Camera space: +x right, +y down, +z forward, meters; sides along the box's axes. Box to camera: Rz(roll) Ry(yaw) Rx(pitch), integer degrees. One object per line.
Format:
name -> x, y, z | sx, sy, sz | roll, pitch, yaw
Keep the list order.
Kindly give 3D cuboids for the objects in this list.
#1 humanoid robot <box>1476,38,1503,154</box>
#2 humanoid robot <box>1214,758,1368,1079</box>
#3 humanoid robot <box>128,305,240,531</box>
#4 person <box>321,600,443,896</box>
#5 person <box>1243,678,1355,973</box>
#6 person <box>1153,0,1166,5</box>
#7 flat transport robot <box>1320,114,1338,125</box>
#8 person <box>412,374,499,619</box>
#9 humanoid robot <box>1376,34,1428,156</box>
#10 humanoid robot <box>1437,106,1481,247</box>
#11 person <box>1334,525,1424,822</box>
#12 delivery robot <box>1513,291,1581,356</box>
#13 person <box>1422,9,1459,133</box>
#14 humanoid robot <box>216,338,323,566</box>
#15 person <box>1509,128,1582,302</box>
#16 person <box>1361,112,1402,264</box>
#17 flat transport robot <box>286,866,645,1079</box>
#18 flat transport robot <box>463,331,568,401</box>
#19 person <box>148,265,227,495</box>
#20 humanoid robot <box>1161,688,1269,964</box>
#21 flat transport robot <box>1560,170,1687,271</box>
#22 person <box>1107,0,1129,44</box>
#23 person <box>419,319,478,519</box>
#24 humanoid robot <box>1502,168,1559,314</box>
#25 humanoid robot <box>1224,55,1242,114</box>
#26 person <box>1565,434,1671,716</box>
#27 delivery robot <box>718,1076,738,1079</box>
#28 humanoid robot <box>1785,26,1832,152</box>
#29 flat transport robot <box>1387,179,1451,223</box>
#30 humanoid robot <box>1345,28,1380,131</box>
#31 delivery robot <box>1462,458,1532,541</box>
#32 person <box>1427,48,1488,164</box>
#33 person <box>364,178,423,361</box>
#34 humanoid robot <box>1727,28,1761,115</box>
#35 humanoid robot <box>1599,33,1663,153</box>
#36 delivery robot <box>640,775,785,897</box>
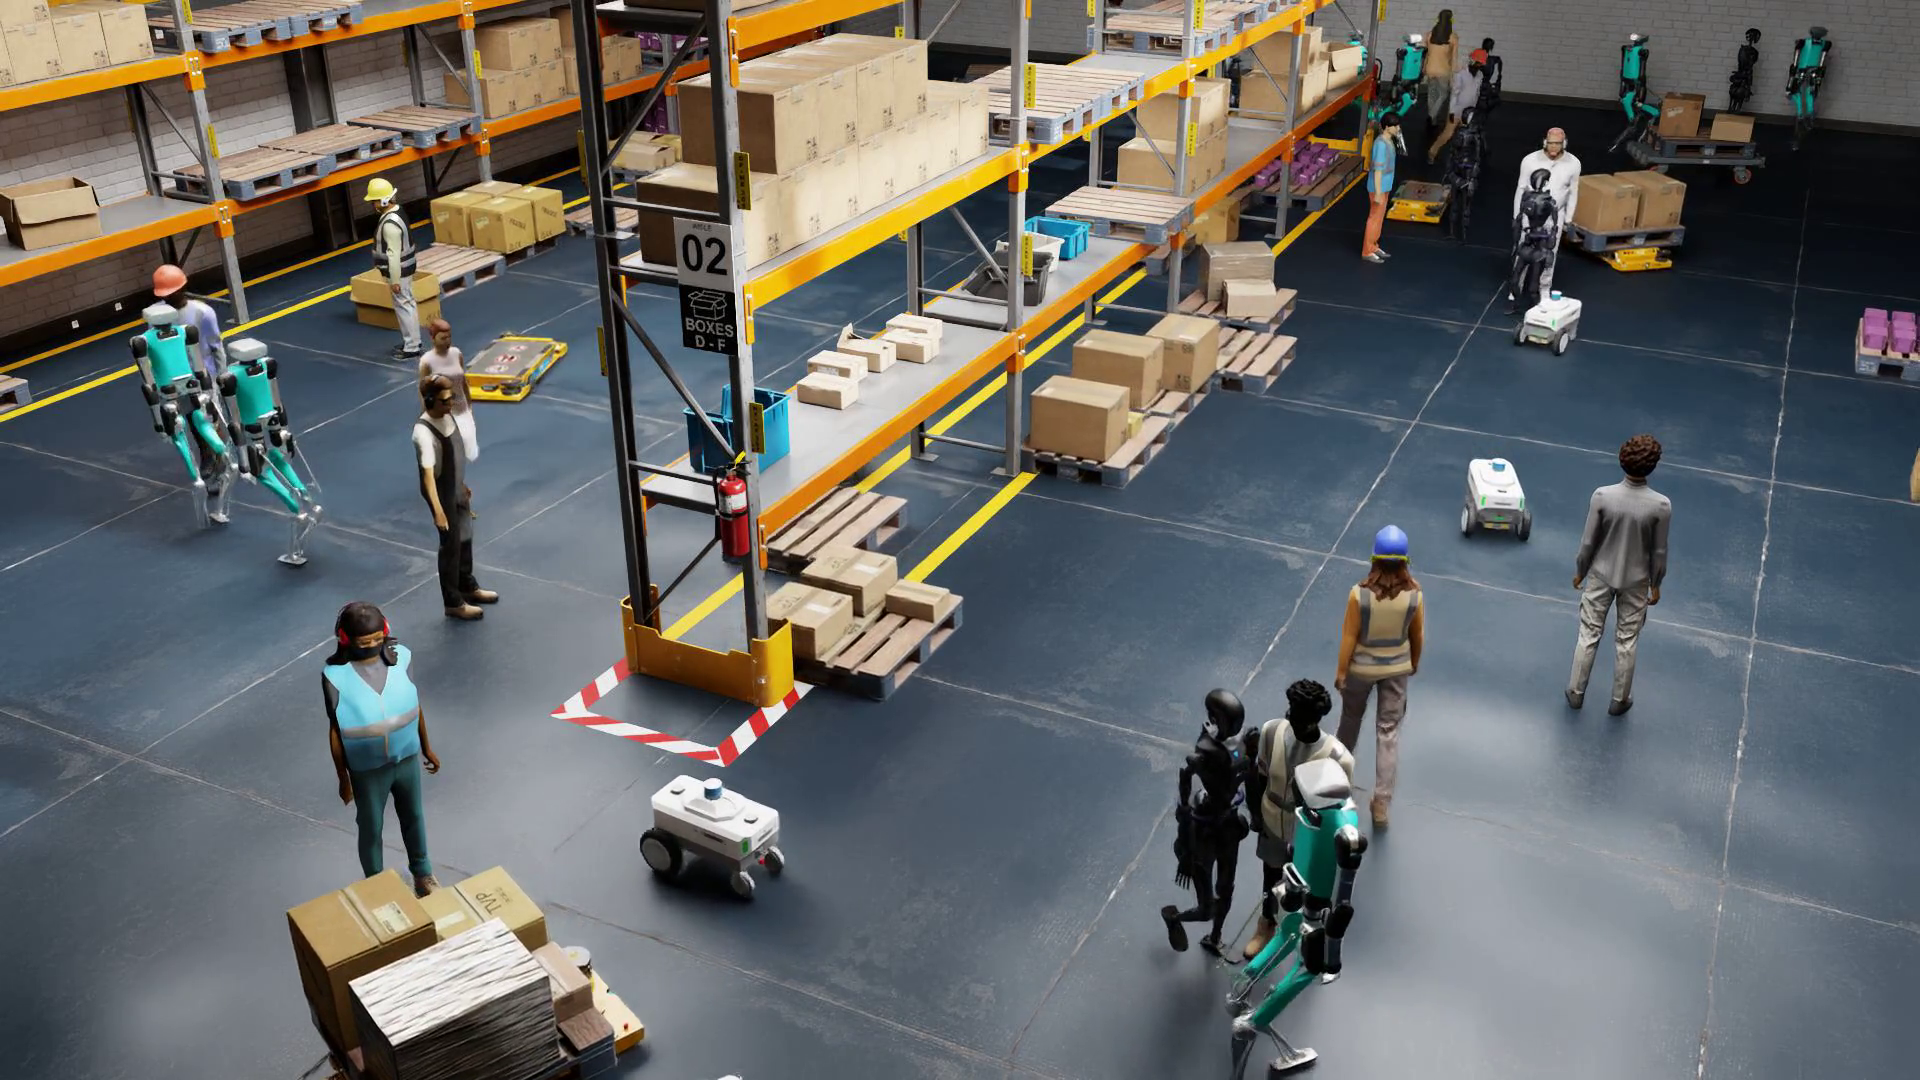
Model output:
humanoid robot -> 7.709, -6.534, 24.444 | 0.585, 1.632, 0.733 | -9, 28, -17
humanoid robot -> 1.348, 1.846, 7.498 | 0.764, 1.883, 0.549 | -7, 27, -14
humanoid robot -> -5.935, -0.862, 12.989 | 0.806, 1.877, 0.547 | 19, 32, 33
person -> -2.997, 1.152, 8.647 | 0.521, 1.871, 0.391 | -21, 33, -36
person -> 1.679, 1.426, 8.290 | 0.532, 1.693, 0.320 | 22, 34, 37
person -> 3.394, -8.938, 28.994 | 0.875, 1.893, 0.558 | 12, 29, 23
flat transport robot -> 5.249, -6.848, 26.611 | 1.431, 0.231, 0.659 | 21, 33, 36
person -> -3.570, -0.305, 11.636 | 0.369, 1.833, 0.527 | 2, 26, 5
humanoid robot -> 6.348, -6.463, 24.172 | 0.541, 1.787, 0.704 | -15, 30, -27
humanoid robot -> 6.056, -4.388, 20.036 | 0.315, 1.659, 0.599 | -9, 28, -18
person -> 2.433, 0.723, 9.670 | 0.508, 1.726, 0.912 | 1, 26, 2
delivery robot -> 6.030, -2.238, 16.966 | 0.499, 0.585, 0.765 | 21, 33, 36
person -> 7.335, -7.193, 25.538 | 0.572, 1.850, 0.691 | 19, 32, 34
humanoid robot -> -4.991, -0.589, 12.321 | 0.669, 1.809, 0.557 | 9, 28, 18
person -> 6.328, -3.512, 18.034 | 0.652, 1.904, 0.405 | 7, 27, 14
person -> 4.926, -4.110, 19.406 | 0.343, 1.759, 0.499 | 10, 28, 20
flat transport robot -> -2.284, 2.437, 7.856 | 1.431, 0.231, 0.659 | -20, 32, -34
flat transport robot -> -4.372, -1.693, 16.198 | 0.659, 0.231, 1.431 | 3, 26, 6
person -> -6.309, -1.326, 13.629 | 0.558, 1.923, 0.614 | 1, 26, 1
humanoid robot -> 1.264, 1.418, 8.326 | 0.612, 1.651, 0.416 | -19, 32, -33
flat transport robot -> 7.794, -3.514, 19.877 | 0.659, 0.231, 1.431 | -6, 27, -12
person -> 2.609, -8.081, 27.376 | 0.533, 1.806, 0.678 | -15, 30, -27
person -> -4.106, -0.993, 13.238 | 0.566, 1.638, 0.446 | 22, 34, 37
humanoid robot -> 6.029, -3.069, 17.405 | 0.348, 1.646, 0.611 | -12, 29, -23
humanoid robot -> 3.853, -6.565, 24.457 | 0.596, 1.638, 0.398 | 20, 33, 35
person -> 4.145, 0.236, 10.465 | 0.532, 1.900, 0.393 | 11, 29, 22
delivery robot -> -1.236, 2.626, 7.145 | 0.793, 0.590, 0.499 | -14, 30, -27
humanoid robot -> 12.548, -6.596, 24.501 | 0.557, 1.785, 0.864 | -2, 26, -4
flat transport robot -> 6.022, -4.423, 21.713 | 0.659, 0.231, 1.431 | 10, 28, 19
humanoid robot -> 5.935, -6.521, 24.372 | 0.716, 1.855, 0.539 | 12, 29, 23
delivery robot -> 4.230, -0.342, 13.156 | 0.499, 0.602, 0.801 | 4, 27, 7
person -> 7.036, -6.072, 23.425 | 0.593, 1.698, 0.794 | -12, 29, -22
person -> -5.569, -2.671, 16.430 | 0.403, 1.821, 0.596 | -5, 27, -10
humanoid robot -> 11.732, -6.828, 24.971 | 0.315, 1.655, 0.599 | 4, 27, 8
humanoid robot -> 9.888, -6.461, 24.189 | 0.911, 1.775, 0.542 | -7, 27, -14
delivery robot -> -1.372, 1.603, 9.240 | 0.818, 0.614, 0.499 | 15, 30, 28
